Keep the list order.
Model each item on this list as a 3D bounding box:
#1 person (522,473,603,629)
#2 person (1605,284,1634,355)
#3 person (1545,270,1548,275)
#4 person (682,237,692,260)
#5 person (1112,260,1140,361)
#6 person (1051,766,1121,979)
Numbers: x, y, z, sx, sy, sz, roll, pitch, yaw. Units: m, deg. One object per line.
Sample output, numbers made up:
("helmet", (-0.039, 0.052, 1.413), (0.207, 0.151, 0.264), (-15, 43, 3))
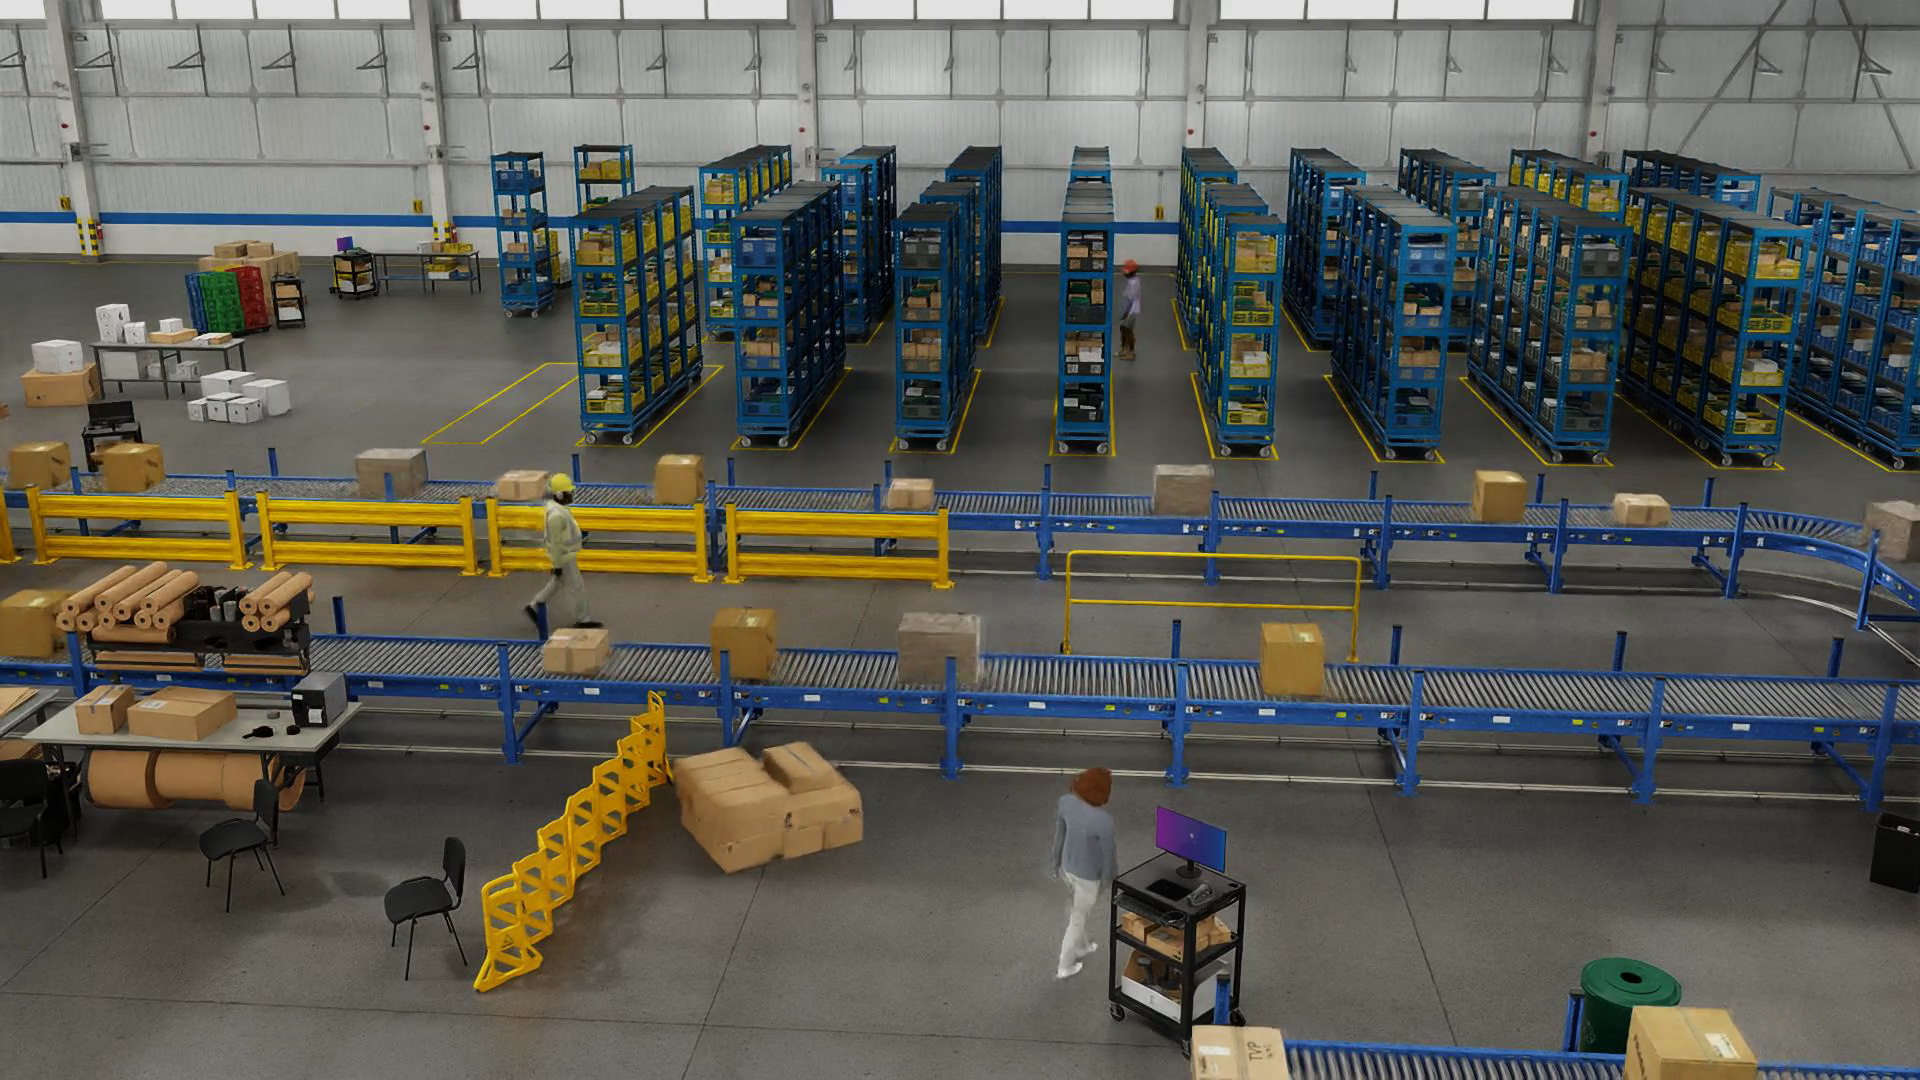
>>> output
("person", (-4.410, 0.134, 18.176), (0.798, 1.809, 0.589), (-4, 18, -13))
("person", (12.394, -4.017, 31.082), (0.746, 1.969, 0.619), (5, 18, 15))
("person", (11.327, -4.458, 32.704), (0.373, 1.835, 0.568), (4, 18, 12))
("person", (-7.094, -7.509, 42.533), (0.488, 1.739, 0.581), (2, 18, 5))
("person", (3.280, -4.509, 32.607), (0.459, 2.002, 0.666), (-2, 18, -5))
("person", (0.929, 2.298, 11.635), (0.633, 1.599, 0.519), (-16, 23, -41))
